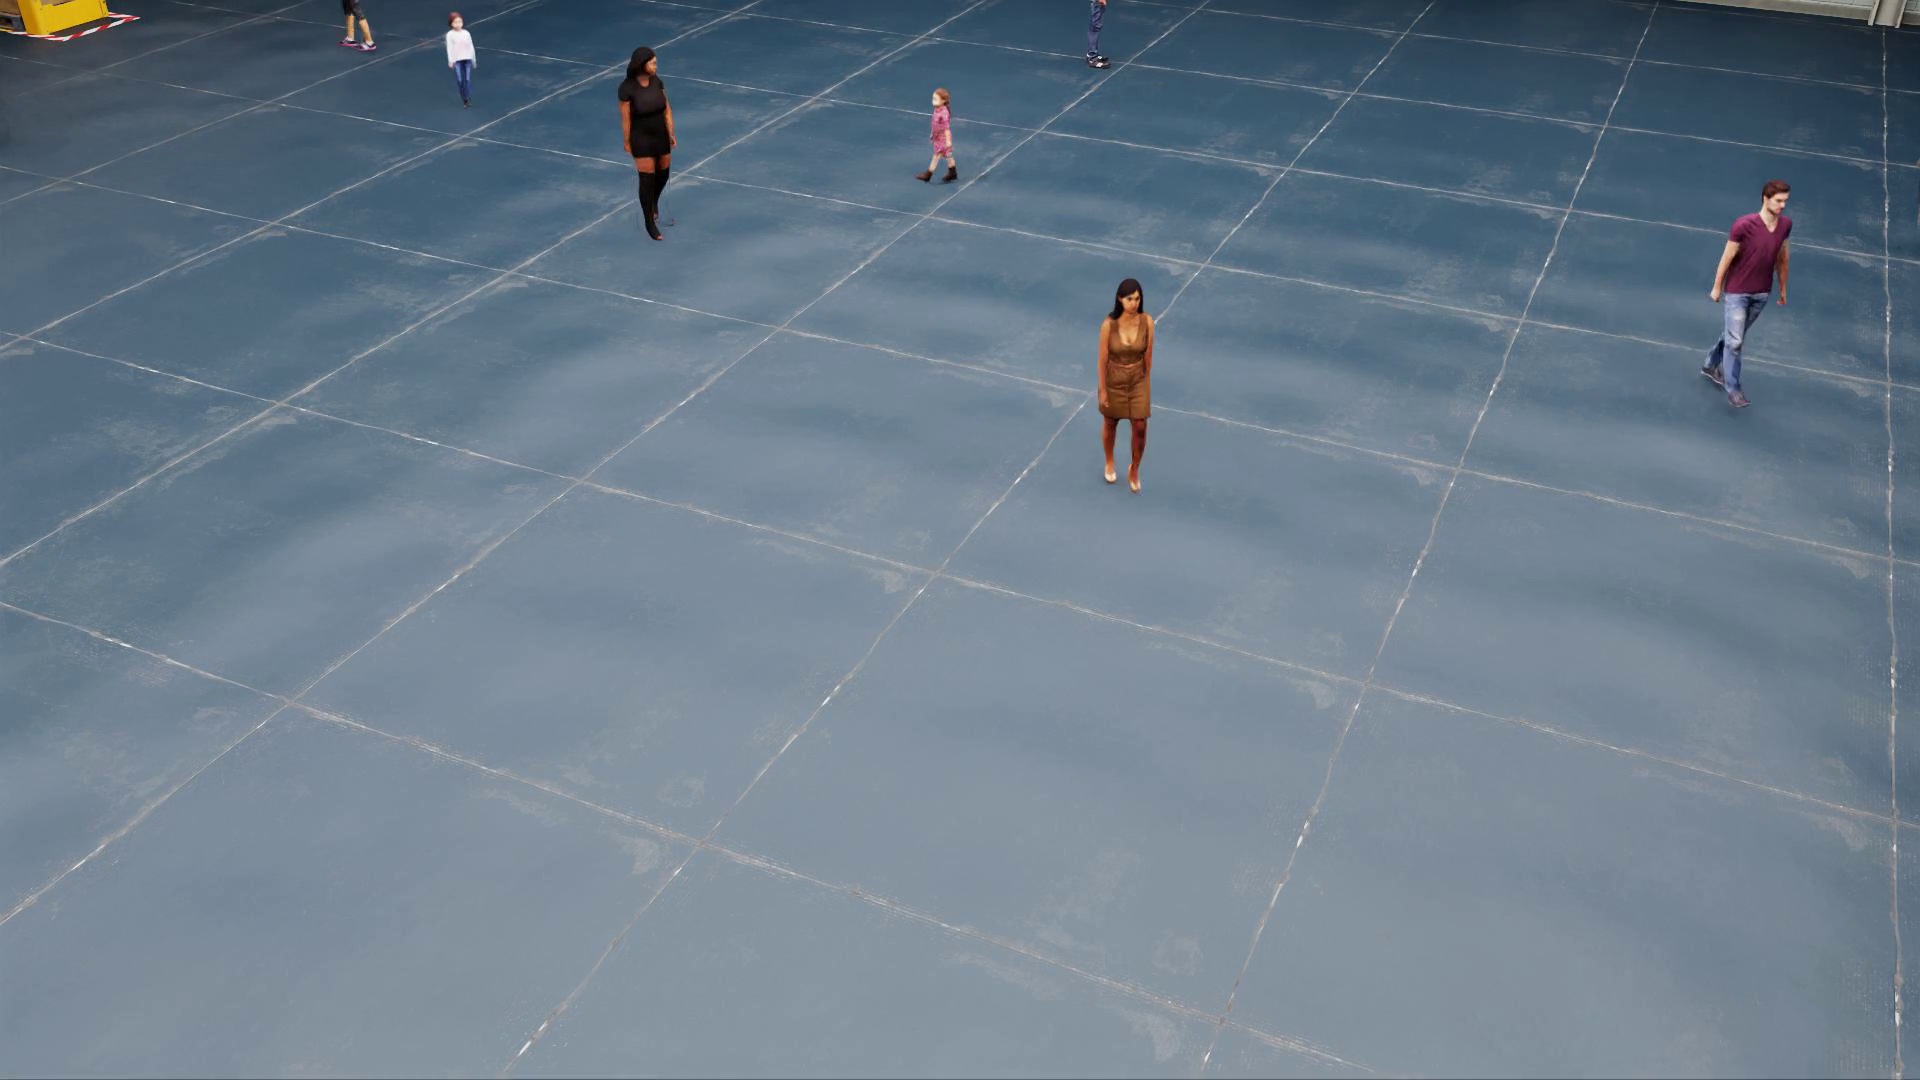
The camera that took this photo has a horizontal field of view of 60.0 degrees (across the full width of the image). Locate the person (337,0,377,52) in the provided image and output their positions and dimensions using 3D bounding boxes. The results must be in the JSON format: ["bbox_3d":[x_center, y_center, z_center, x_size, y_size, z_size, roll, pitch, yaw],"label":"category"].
[{"bbox_3d":[-7.938,-7.299,21.848,0.875,1.720,0.760,2,32,2],"label":"person"}]

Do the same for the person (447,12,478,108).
[{"bbox_3d":[-6.039,-5.825,20.092,0.622,1.099,0.705,-18,37,-26],"label":"person"}]

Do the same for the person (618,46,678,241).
[{"bbox_3d":[-3.083,-3.956,16.467,0.884,1.807,1.068,-18,37,-27],"label":"person"}]

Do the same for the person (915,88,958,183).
[{"bbox_3d":[-0.142,-4.319,17.796,0.748,1.002,0.691,-12,34,-18],"label":"person"}]

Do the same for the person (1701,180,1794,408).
[{"bbox_3d":[6.317,-2.056,13.453,1.121,1.810,1.110,-6,33,-10],"label":"person"}]

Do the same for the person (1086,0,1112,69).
[{"bbox_3d":[1.775,-7.041,21.301,0.682,1.866,0.704,1,32,2],"label":"person"}]

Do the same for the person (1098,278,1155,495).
[{"bbox_3d":[1.178,-1.164,12.167,0.715,1.673,0.766,-2,32,-3],"label":"person"}]
